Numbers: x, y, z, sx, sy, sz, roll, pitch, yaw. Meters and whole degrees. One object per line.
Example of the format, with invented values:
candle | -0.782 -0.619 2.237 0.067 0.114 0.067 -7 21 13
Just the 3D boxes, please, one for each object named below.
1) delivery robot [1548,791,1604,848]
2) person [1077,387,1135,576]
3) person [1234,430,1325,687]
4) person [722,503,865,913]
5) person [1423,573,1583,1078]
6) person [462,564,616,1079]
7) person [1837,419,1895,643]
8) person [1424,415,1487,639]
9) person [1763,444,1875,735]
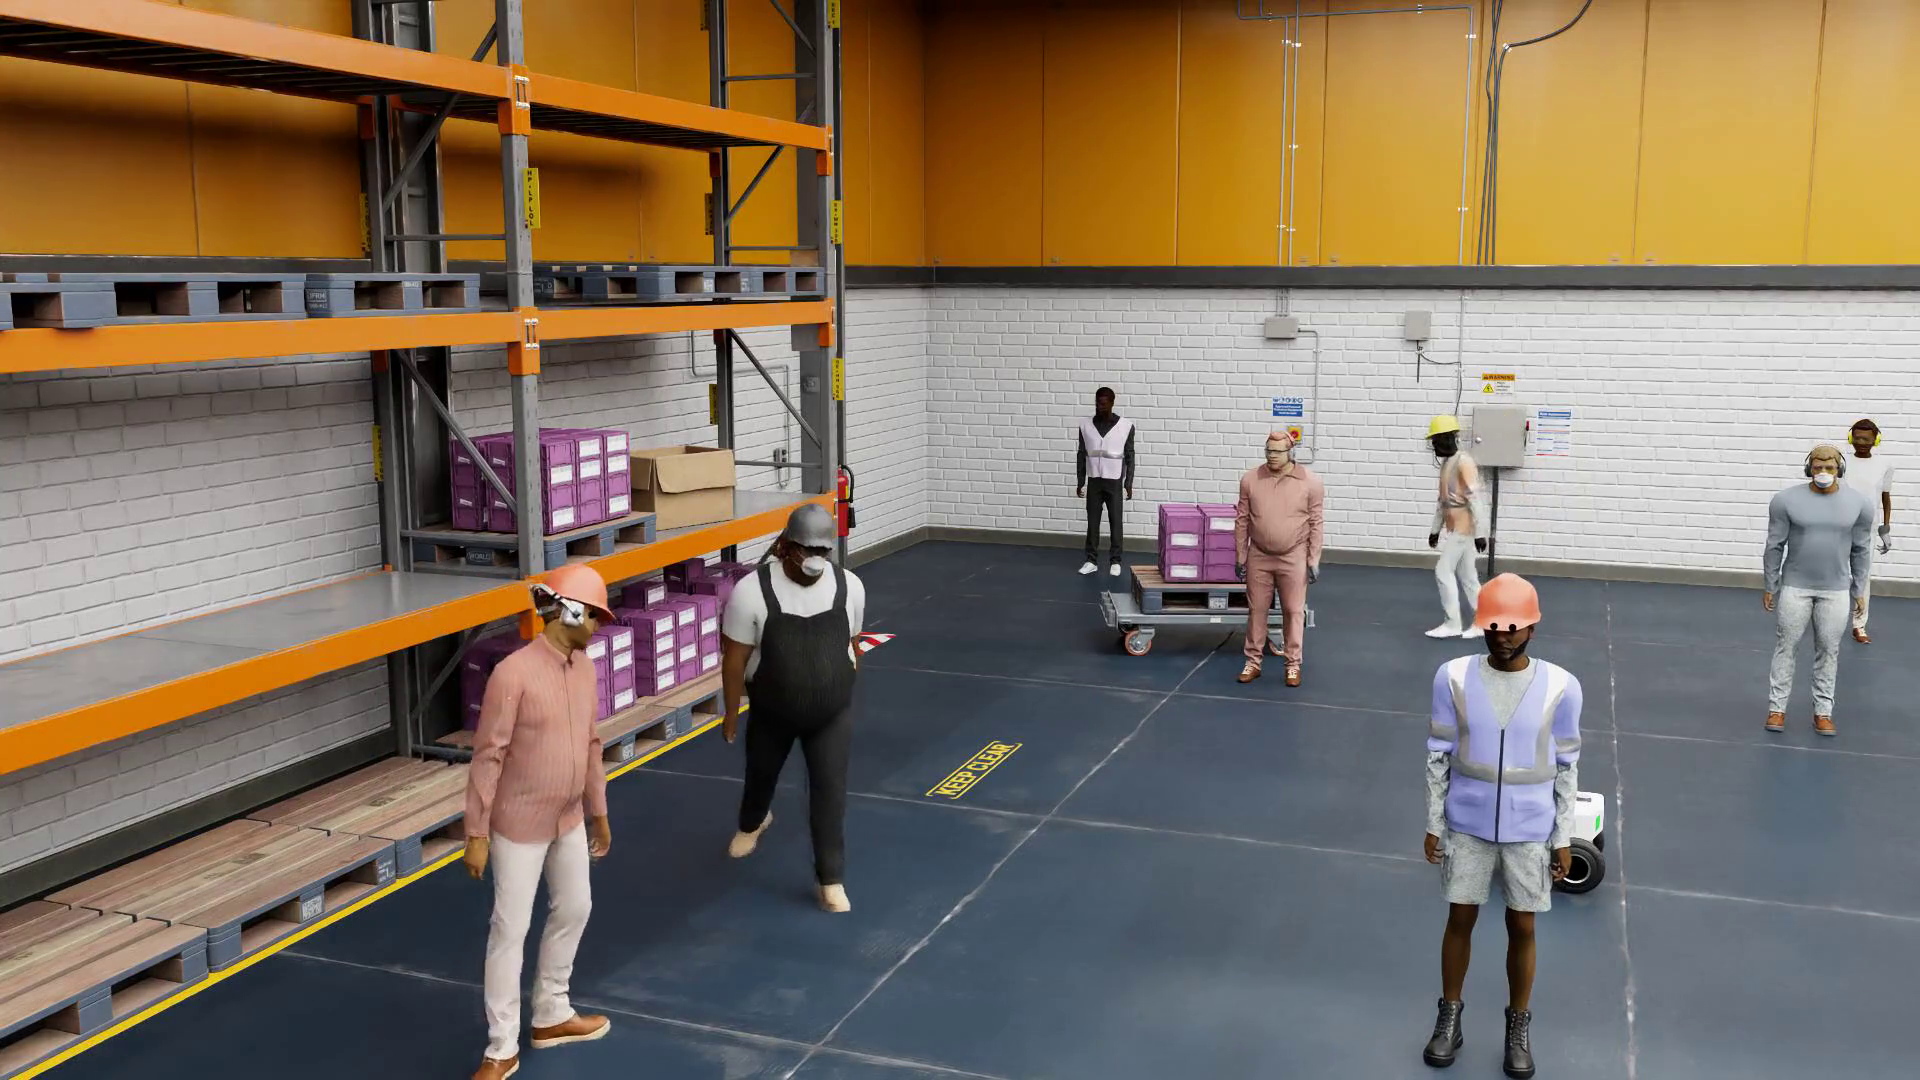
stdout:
delivery robot | 2.870 1.381 8.403 0.707 0.478 0.477 3 10 20
person | 1.475 -0.598 16.859 0.594 1.915 0.373 3 10 21
person | 2.341 0.136 12.290 0.649 1.904 0.401 3 10 21
person | -0.837 0.712 8.245 0.711 2.000 1.055 -2 9 -15
person | 2.036 1.076 6.286 0.550 1.935 0.376 3 10 21
person | -1.603 1.082 6.261 0.391 1.950 0.769 4 10 25
person | 7.406 -0.075 13.740 0.528 1.865 0.313 3 10 21
person | 4.156 -0.101 13.848 0.666 1.873 0.609 1 9 5
person | 5.649 0.325 10.993 0.633 1.938 0.356 3 10 21
